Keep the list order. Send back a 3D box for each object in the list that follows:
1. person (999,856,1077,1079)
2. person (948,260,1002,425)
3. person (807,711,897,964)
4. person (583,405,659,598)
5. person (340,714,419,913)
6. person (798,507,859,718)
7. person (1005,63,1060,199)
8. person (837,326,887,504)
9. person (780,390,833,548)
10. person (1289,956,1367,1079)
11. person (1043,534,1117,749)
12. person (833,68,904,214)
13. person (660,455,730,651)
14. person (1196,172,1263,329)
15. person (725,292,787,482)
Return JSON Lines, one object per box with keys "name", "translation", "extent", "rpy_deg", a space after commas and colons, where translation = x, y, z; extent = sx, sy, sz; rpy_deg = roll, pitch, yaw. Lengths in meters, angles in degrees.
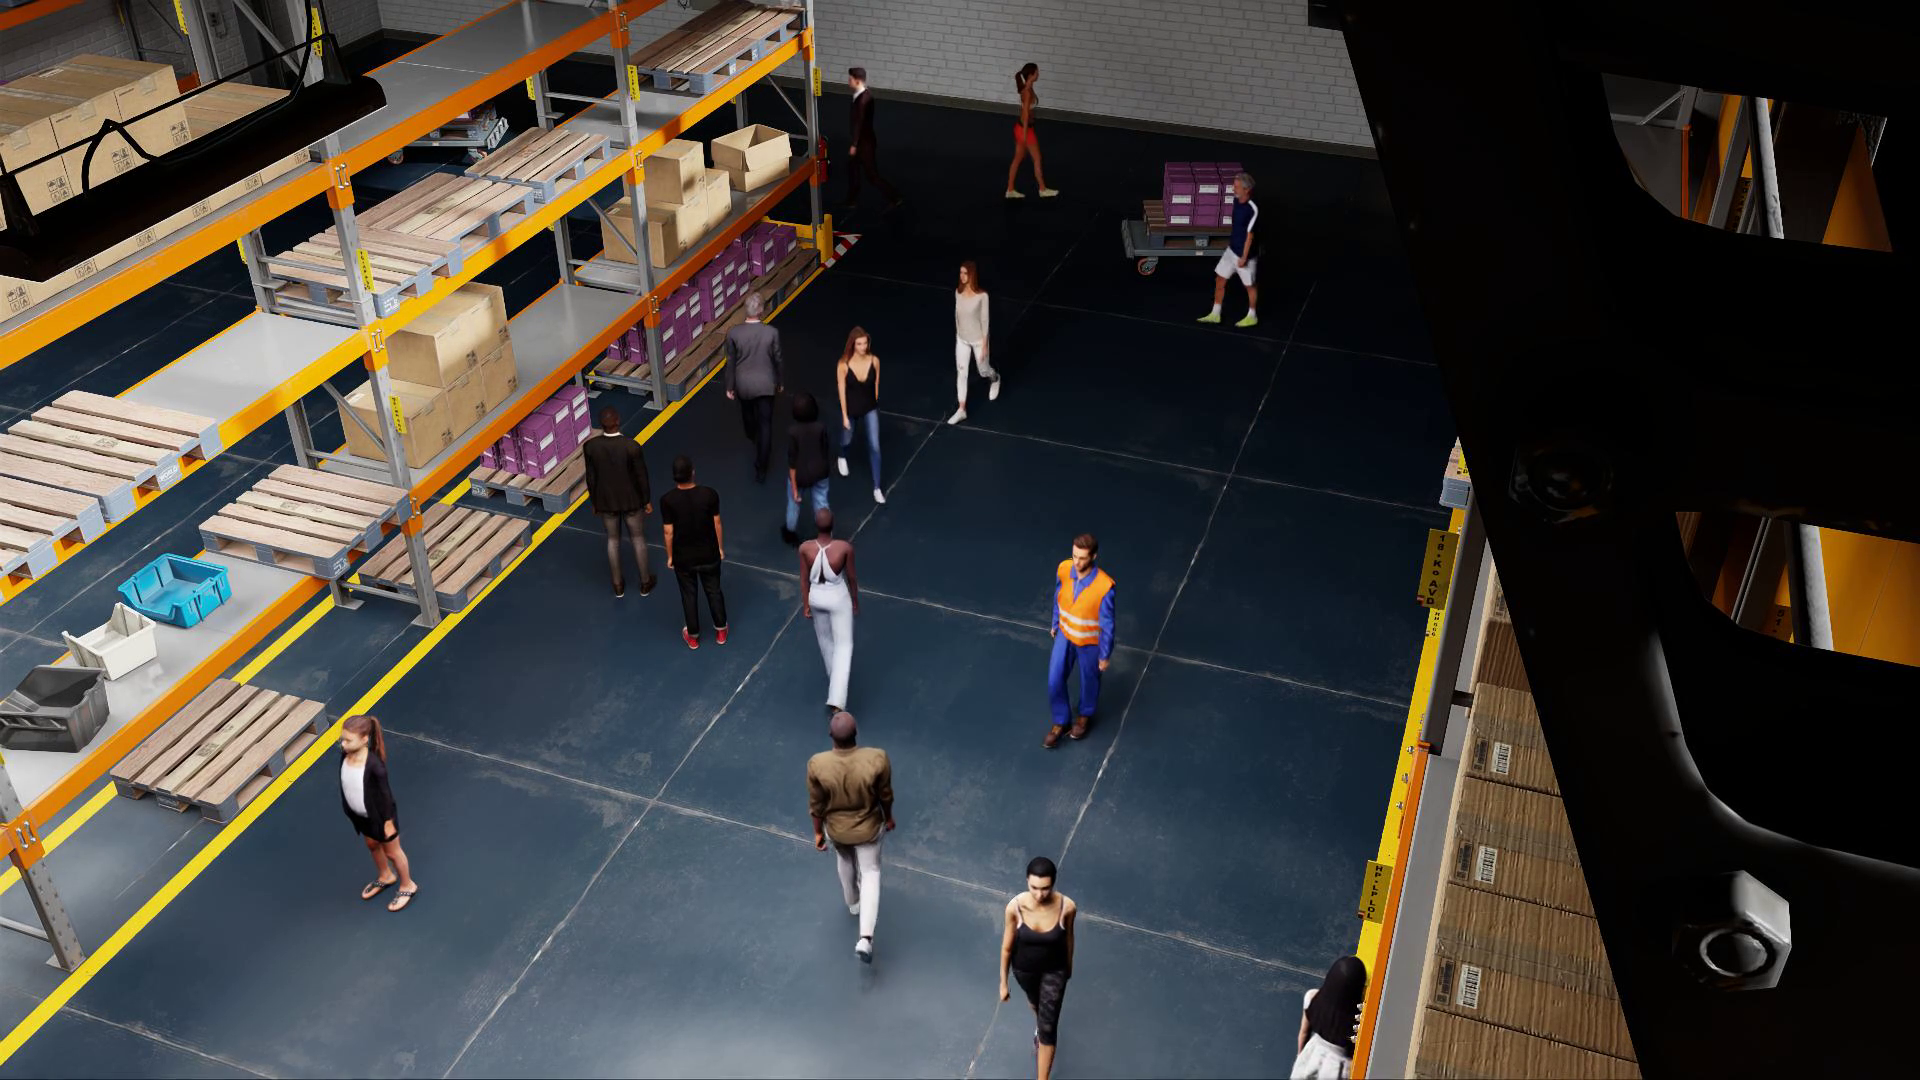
{"name": "person", "translation": [0.473, 2.472, 9.873], "extent": [0.764, 1.695, 1.116], "rpy_deg": [3, 34, 4]}
{"name": "person", "translation": [0.181, -2.025, 16.643], "extent": [0.743, 1.690, 1.124], "rpy_deg": [19, 38, 26]}
{"name": "person", "translation": [-0.669, 1.897, 10.644], "extent": [0.919, 1.798, 1.166], "rpy_deg": [1, 34, 1]}
{"name": "person", "translation": [-2.856, -0.322, 13.982], "extent": [0.731, 1.799, 0.672], "rpy_deg": [0, 34, 0]}
{"name": "person", "translation": [-3.890, 1.783, 11.035], "extent": [0.573, 1.555, 0.588], "rpy_deg": [17, 37, 24]}
{"name": "person", "translation": [-0.999, 0.567, 12.682], "extent": [0.814, 1.757, 1.136], "rpy_deg": [1, 34, 1]}
{"name": "person", "translation": [0.754, -5.230, 21.395], "extent": [0.929, 1.766, 0.981], "rpy_deg": [-3, 34, -5]}
{"name": "person", "translation": [-0.978, -1.234, 15.464], "extent": [1.027, 1.676, 1.156], "rpy_deg": [-11, 35, -16]}
{"name": "person", "translation": [-1.260, -0.467, 14.312], "extent": [0.946, 1.675, 1.024], "rpy_deg": [-13, 36, -19]}
{"name": "person", "translation": [2.006, 2.955, 9.081], "extent": [0.739, 1.766, 0.763], "rpy_deg": [29, 43, 36]}
{"name": "person", "translation": [0.946, 0.689, 12.415], "extent": [0.790, 1.849, 0.816], "rpy_deg": [18, 38, 25]}
{"name": "person", "translation": [-1.127, -5.028, 21.018], "extent": [1.030, 1.847, 1.174], "rpy_deg": [-2, 34, -3]}
{"name": "person", "translation": [-2.129, 0.097, 13.390], "extent": [0.706, 1.756, 0.729], "rpy_deg": [-8, 35, -12]}
{"name": "person", "translation": [3.186, -3.173, 18.263], "extent": [1.028, 1.808, 0.962], "rpy_deg": [-16, 37, -23]}
{"name": "person", "translation": [-1.911, -1.409, 15.632], "extent": [1.032, 1.784, 1.323], "rpy_deg": [-2, 34, -2]}
